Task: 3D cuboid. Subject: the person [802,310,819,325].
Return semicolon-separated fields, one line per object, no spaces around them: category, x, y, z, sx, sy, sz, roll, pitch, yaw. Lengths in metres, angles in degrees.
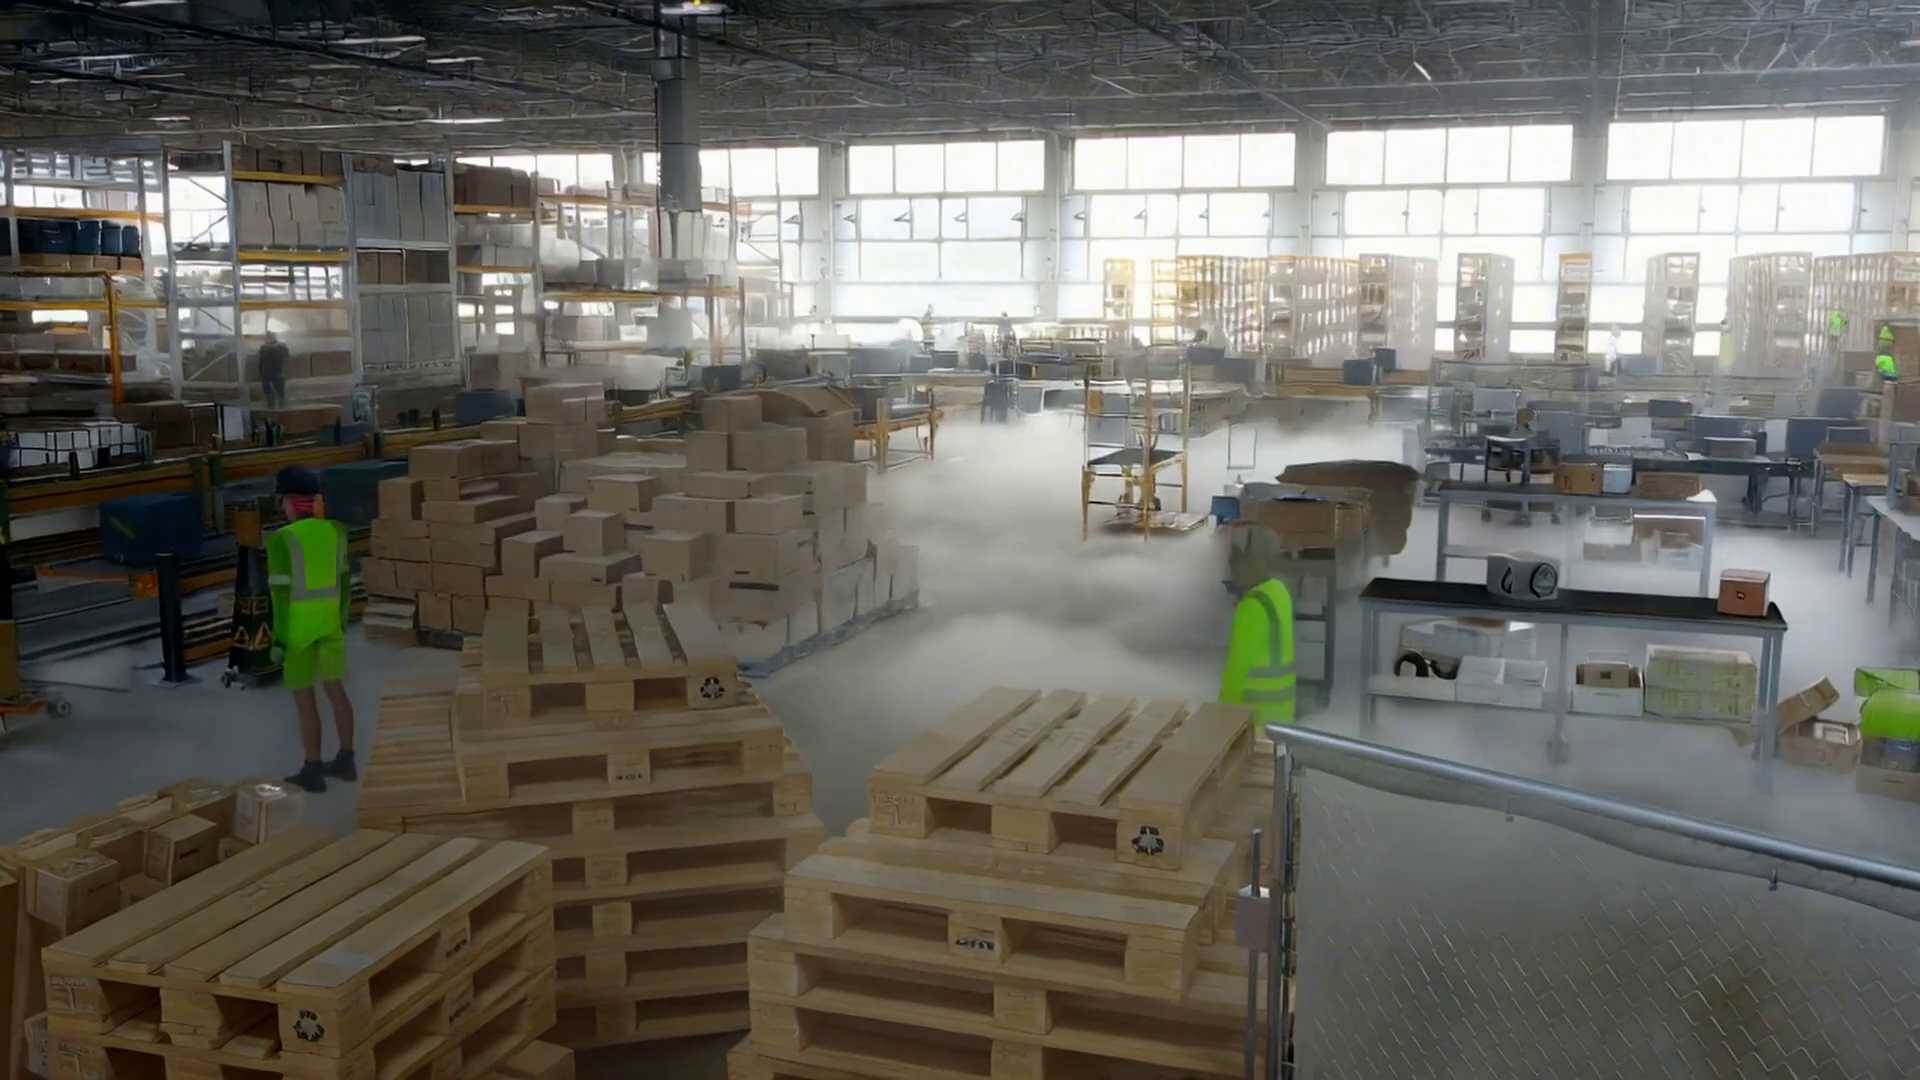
person;-4.691;-6.291;52.590;0.613;1.931;0.504;4;10;21

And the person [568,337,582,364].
person;-9.564;-4.417;41.547;0.457;1.678;0.556;2;9;13

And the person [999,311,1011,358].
person;1.650;-7.530;60.967;0.485;1.735;0.343;-4;10;-26

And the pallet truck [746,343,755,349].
pallet truck;-6.183;-4.618;44.264;1.601;1.201;0.680;-9;12;-43

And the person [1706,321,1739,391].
person;18.331;-4.301;40.018;1.044;1.937;0.649;6;11;33

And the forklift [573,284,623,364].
forklift;-10.404;-5.848;46.812;1.129;2.768;1.873;3;10;20

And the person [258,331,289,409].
person;-14.052;-3.325;34.013;0.640;1.909;0.409;1;9;4

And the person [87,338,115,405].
person;-20.242;-3.988;39.215;0.507;1.575;0.908;4;10;24

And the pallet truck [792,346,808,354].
pallet truck;-3.705;-4.298;42.022;0.653;1.274;1.630;3;10;20

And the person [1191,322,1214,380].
person;6.420;-4.910;44.286;0.754;1.814;0.574;3;9;16

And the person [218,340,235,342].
person;-19.973;-5.085;45.381;0.572;1.815;0.920;2;9;13

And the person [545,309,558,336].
person;-14.130;-7.053;57.577;0.636;1.867;0.985;2;9;11

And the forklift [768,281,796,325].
forklift;-6.368;-7.899;59.686;1.129;2.768;1.873;3;10;20

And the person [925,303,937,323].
person;-1.122;-8.402;65.792;0.543;1.939;0.361;-5;11;-31

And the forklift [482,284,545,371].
forklift;-10.832;-4.702;39.610;1.129;2.768;1.873;3;10;20

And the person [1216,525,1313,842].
person;1.367;0.837;8.105;0.969;1.829;0.606;4;10;23

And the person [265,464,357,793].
person;-3.847;0.515;9.805;0.376;1.935;0.550;5;10;29

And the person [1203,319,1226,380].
person;7.055;-5.063;45.109;1.026;1.845;0.653;4;10;22

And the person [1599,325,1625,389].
person;16.575;-4.550;42.088;0.918;1.777;0.599;6;11;31
